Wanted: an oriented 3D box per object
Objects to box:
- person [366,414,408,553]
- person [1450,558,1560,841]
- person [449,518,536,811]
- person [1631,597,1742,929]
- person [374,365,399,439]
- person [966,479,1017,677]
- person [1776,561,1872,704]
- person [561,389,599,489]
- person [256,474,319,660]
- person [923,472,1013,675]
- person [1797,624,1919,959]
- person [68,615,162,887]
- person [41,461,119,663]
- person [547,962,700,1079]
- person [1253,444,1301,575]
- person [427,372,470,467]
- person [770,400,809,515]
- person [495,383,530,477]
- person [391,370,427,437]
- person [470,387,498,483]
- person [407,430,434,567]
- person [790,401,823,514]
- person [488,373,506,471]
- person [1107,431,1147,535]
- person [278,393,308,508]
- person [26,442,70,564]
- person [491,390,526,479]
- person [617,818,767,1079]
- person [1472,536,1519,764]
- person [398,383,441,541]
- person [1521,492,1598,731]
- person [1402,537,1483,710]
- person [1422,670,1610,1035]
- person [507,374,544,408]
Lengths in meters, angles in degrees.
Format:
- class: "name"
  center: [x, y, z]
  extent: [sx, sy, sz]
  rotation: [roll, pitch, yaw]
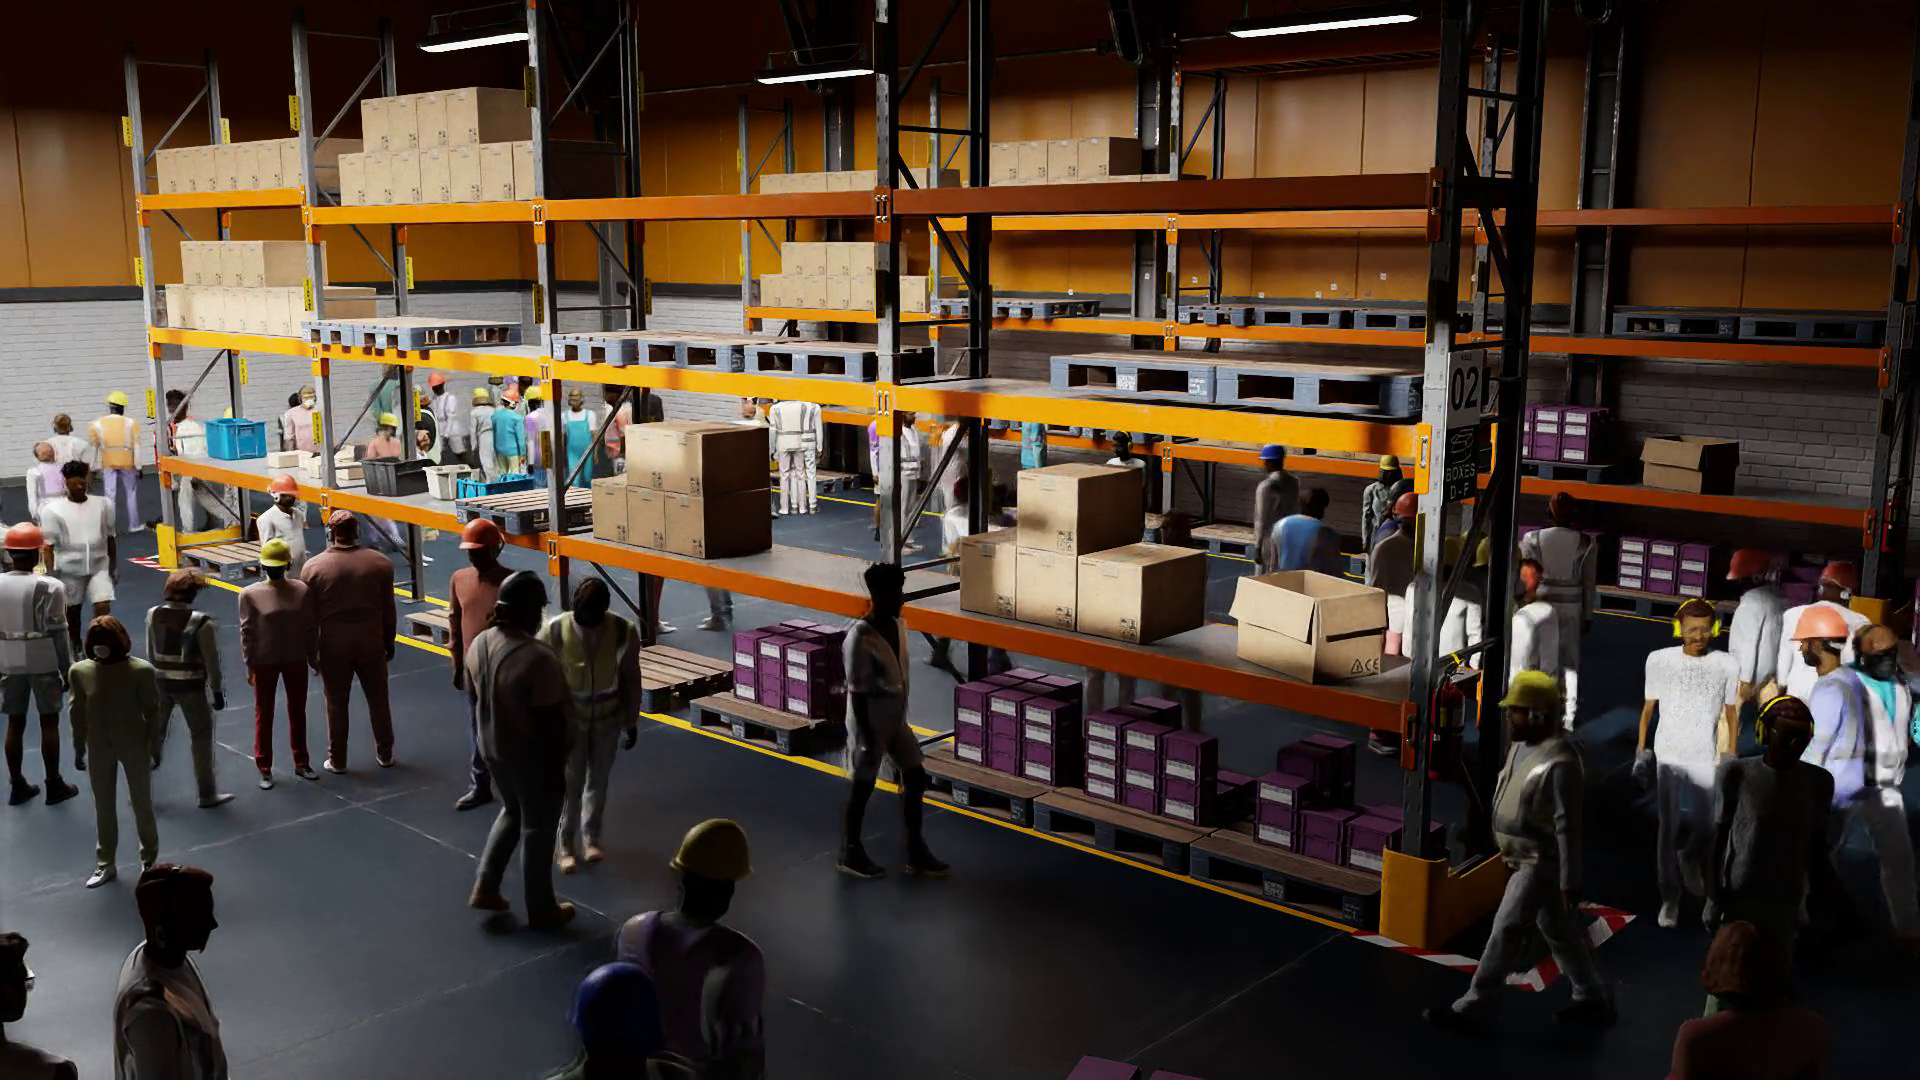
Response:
- class: "person"
  center: [-7.046, -0.695, 20.535]
  extent: [0.883, 1.716, 0.525]
  rotation: [4, 11, 19]
- class: "person"
  center: [3.451, 1.022, 10.426]
  extent: [0.569, 1.855, 0.778]
  rotation: [-9, 13, -41]
- class: "person"
  center: [-3.131, 0.835, 11.100]
  extent: [0.614, 1.993, 0.395]
  rotation: [3, 10, 16]
- class: "person"
  center: [4.068, 1.217, 9.339]
  extent: [0.557, 1.854, 0.586]
  rotation: [4, 11, 19]
- class: "person"
  center: [-9.043, -1.836, 26.457]
  extent: [0.720, 1.918, 0.456]
  rotation: [2, 10, 12]
- class: "person"
  center: [0.280, 0.352, 14.386]
  extent: [0.532, 1.804, 0.890]
  rotation: [3, 11, 18]
- class: "person"
  center: [5.756, 0.979, 11.108]
  extent: [0.571, 1.696, 0.909]
  rotation: [8, 13, 36]
- class: "person"
  center: [-5.259, -1.183, 22.999]
  extent: [0.523, 1.820, 0.812]
  rotation: [-2, 10, -11]
- class: "person"
  center: [-6.036, 0.274, 14.946]
  extent: [0.322, 1.753, 0.562]
  rotation: [2, 10, 12]
- class: "person"
  center: [0.091, 0.300, 14.706]
  extent: [0.943, 1.797, 0.578]
  rotation: [10, 14, 44]
- class: "person"
  center: [4.865, 1.315, 9.009]
  extent: [0.648, 1.789, 0.908]
  rotation: [-5, 11, -24]
- class: "person"
  center: [-4.977, 1.240, 9.832]
  extent: [0.502, 1.632, 0.279]
  rotation: [-1, 10, -8]
- class: "person"
  center: [-7.746, 0.244, 14.681]
  extent: [0.625, 1.909, 1.025]
  rotation: [-8, 13, -40]
- class: "person"
  center: [-0.952, 2.036, 4.471]
  extent: [0.640, 1.932, 0.481]
  rotation: [-7, 12, -34]
- class: "person"
  center: [2.996, 0.014, 15.914]
  extent: [0.625, 1.930, 0.445]
  rotation: [-9, 14, -42]
- class: "person"
  center: [-7.862, -1.634, 25.453]
  extent: [0.566, 1.874, 1.035]
  rotation: [6, 12, 32]
- class: "person"
  center: [-2.384, -1.309, 23.420]
  extent: [0.594, 1.922, 0.384]
  rotation: [-2, 10, -12]
- class: "person"
  center: [-6.593, -1.451, 24.714]
  extent: [0.572, 1.746, 0.346]
  rotation: [-2, 10, -8]
- class: "person"
  center: [-8.623, -1.778, 26.042]
  extent: [0.605, 1.939, 0.417]
  rotation: [2, 10, 13]
- class: "person"
  center: [-6.930, -1.394, 24.560]
  extent: [0.805, 1.699, 0.513]
  rotation: [9, 13, 41]
- class: "person"
  center: [-6.402, -0.499, 19.688]
  extent: [0.318, 1.629, 0.530]
  rotation: [-1, 10, -7]
- class: "person"
  center: [-2.226, -1.303, 23.500]
  extent: [0.587, 1.882, 0.341]
  rotation: [0, 10, 1]
- class: "person"
  center: [-7.761, -2.027, 27.988]
  extent: [0.297, 1.745, 0.484]
  rotation: [-4, 11, -23]
- class: "person"
  center: [1.738, -0.235, 17.559]
  extent: [0.525, 1.856, 0.338]
  rotation: [8, 13, 37]
- class: "person"
  center: [-9.525, -1.296, 24.083]
  extent: [0.549, 1.658, 0.819]
  rotation: [0, 10, 2]
- class: "person"
  center: [-10.214, -0.295, 18.609]
  extent: [0.829, 1.600, 0.533]
  rotation: [7, 12, 33]
- class: "person"
  center: [-6.423, -1.281, 23.791]
  extent: [0.573, 1.738, 0.351]
  rotation: [5, 11, 27]
- class: "person"
  center: [-0.898, 1.850, 5.655]
  extent: [0.740, 1.878, 0.842]
  rotation: [5, 11, 25]
- class: "person"
  center: [3.598, 0.910, 10.992]
  extent: [0.504, 1.884, 0.622]
  rotation: [5, 11, 25]
- class: "person"
  center: [-6.961, -1.008, 21.388]
  extent: [0.536, 2.000, 0.673]
  rotation: [-1, 10, -7]
- class: "person"
  center: [4.663, 0.557, 13.025]
  extent: [0.574, 1.876, 0.354]
  rotation: [4, 11, 22]
- class: "person"
  center: [3.420, 0.828, 11.830]
  extent: [0.542, 1.753, 0.478]
  rotation: [3, 10, 16]
- class: "person"
  center: [2.748, 1.499, 7.980]
  extent: [0.940, 1.775, 0.596]
  rotation: [0, 10, 0]
- class: "person"
  center: [-7.501, -2.305, 28.863]
  extent: [0.654, 1.989, 0.491]
  rotation: [-8, 13, -40]
